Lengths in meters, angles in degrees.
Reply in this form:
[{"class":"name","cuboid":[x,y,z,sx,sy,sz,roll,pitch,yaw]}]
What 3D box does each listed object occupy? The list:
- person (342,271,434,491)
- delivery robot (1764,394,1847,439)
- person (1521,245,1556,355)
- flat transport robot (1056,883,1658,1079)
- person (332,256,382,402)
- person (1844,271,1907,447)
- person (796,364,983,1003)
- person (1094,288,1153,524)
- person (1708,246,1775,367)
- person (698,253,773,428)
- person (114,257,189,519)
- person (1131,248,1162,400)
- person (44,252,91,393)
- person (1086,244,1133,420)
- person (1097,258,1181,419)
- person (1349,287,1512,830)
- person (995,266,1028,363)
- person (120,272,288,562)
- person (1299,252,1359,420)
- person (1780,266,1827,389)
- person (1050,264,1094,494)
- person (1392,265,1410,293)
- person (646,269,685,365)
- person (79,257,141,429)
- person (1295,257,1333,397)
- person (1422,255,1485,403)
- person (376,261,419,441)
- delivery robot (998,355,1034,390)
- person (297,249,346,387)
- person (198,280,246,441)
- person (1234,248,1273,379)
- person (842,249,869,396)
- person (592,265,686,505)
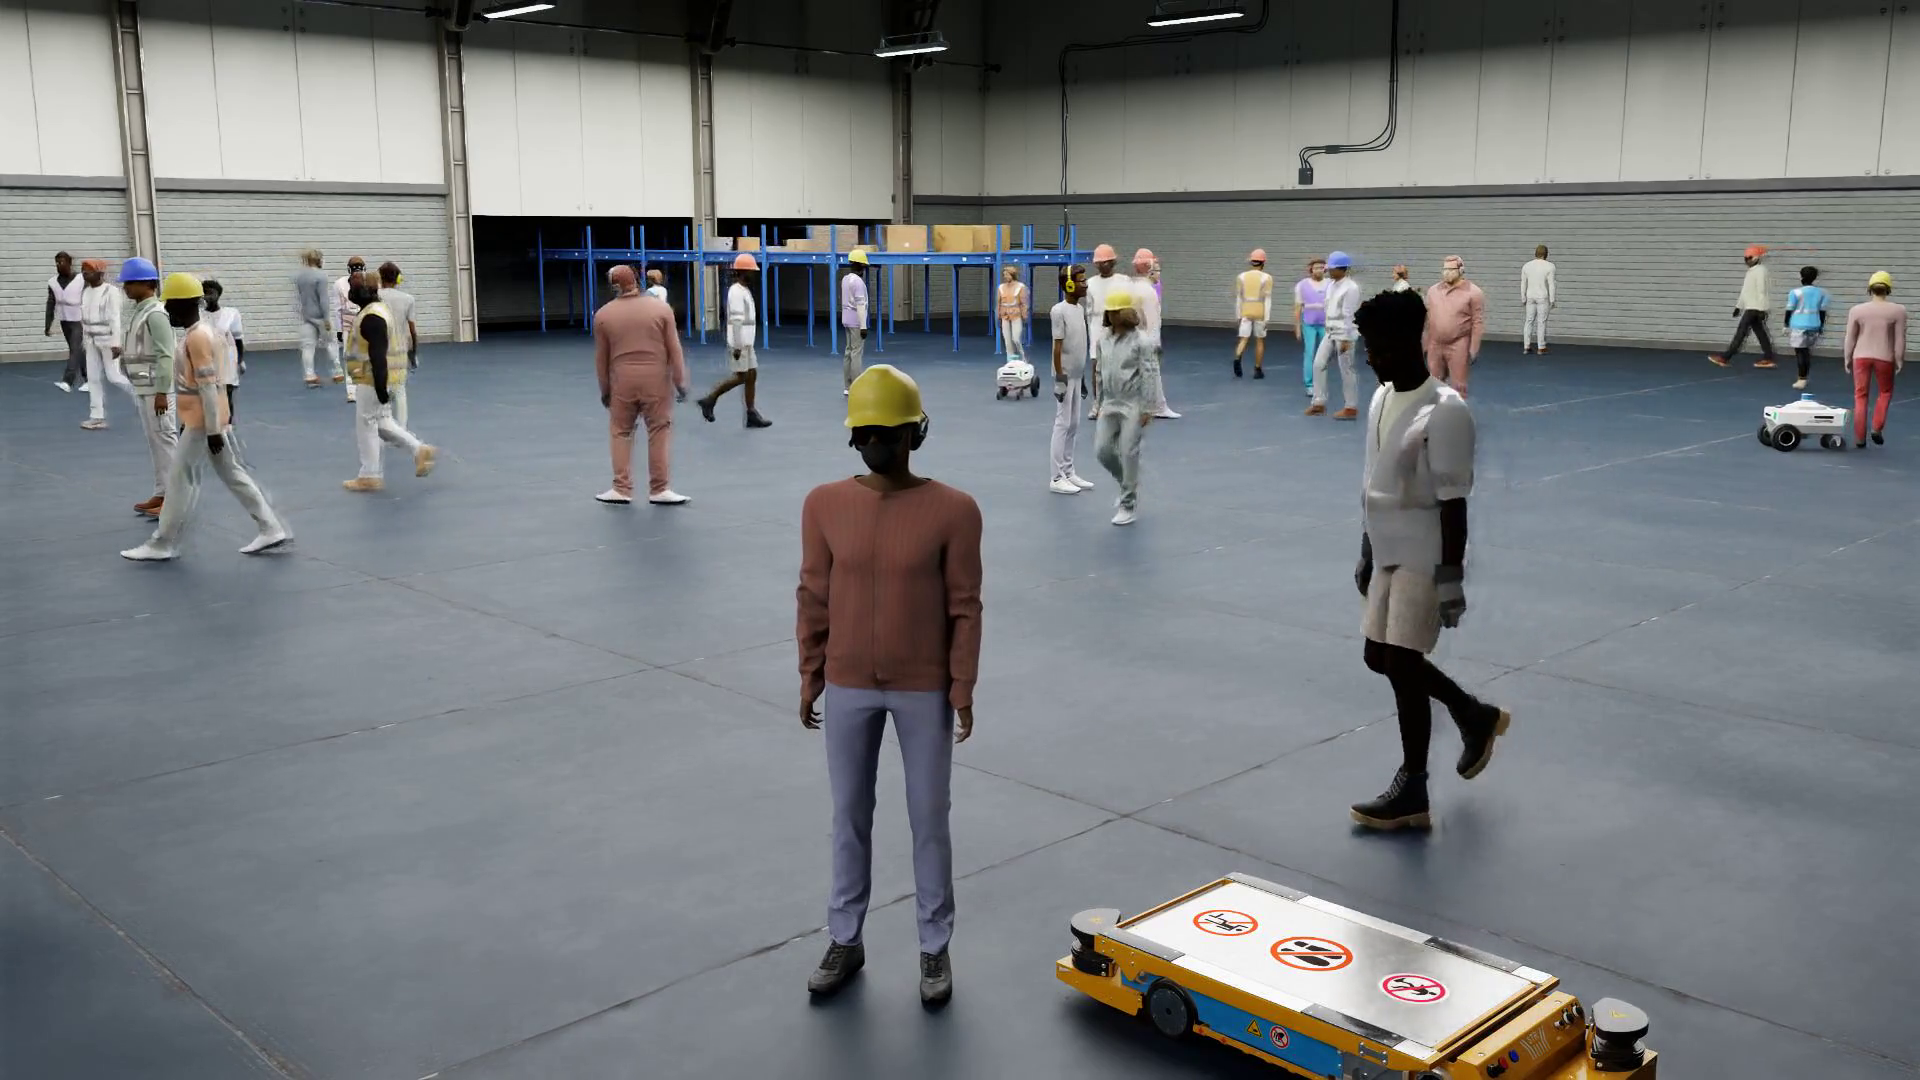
[{"class":"person","cuboid":[-4.842,-1.341,13.943,0.666,1.821,0.630,-3,11,-16]},{"class":"delivery robot","cuboid":[8.416,-1.213,16.558,0.707,0.478,0.477,2,11,9]},{"class":"person","cuboid":[10.339,-4.296,29.729,0.357,1.938,0.637,-10,14,-44]},{"class":"flat transport robot","cuboid":[1.002,1.205,4.401,0.652,0.197,1.431,-10,14,-44]},{"class":"person","cuboid":[-7.671,-2.697,21.282,0.625,1.844,0.429,-6,12,-28]},{"class":"person","cuboid":[9.160,-1.812,16.667,0.546,1.751,0.450,7,12,32]},{"class":"person","cuboid":[-0.199,0.401,4.595,0.525,1.769,0.313,2,11,10]},{"class":"person","cuboid":[1.222,-0.993,12.302,0.496,1.732,0.467,8,13,36]},{"class":"person","cuboid":[12.653,-3.735,26.692,1.051,1.936,0.631,2,11,13]},{"class":"person","cuboid":[-2.492,-2.200,18.369,0.728,1.922,0.553,1,10,4]},{"class":"person","cuboid":[-6.076,-1.142,12.512,0.399,1.944,0.618,-8,13,-37]},{"class":"person","cuboid":[2.377,-2.776,21.446,0.378,1.938,0.547,-4,11,-21]},{"class":"person","cuboid":[-12.002,-2.907,22.327,0.624,1.868,0.969,2,11,11]},{"class":"person","cuboid":[1.769,-2.440,19.419,0.618,2.018,0.872,5,12,26]},{"class":"person","cuboid":[2.057,-2.307,19.166,1.006,1.862,0.643,-1,10,-4]},{"class":"person","cuboid":[1.713,0.046,6.057,0.669,1.931,0.621,-2,11,-9]},{"class":"person","cuboid":[0.794,-3.451,25.970,0.533,1.623,0.368,6,12,29]},{"class":"person","cuboid":[-4.969,-0.805,10.887,1.008,1.877,0.609,-4,11,-21]},{"class":"person","cuboid":[4.265,-2.335,19.105,0.778,1.909,0.642,-3,11,-17]},{"class":"person","cuboid":[11.666,-2.943,23.049,0.541,1.677,0.570,-1,10,-7]},{"class":"person","cuboid":[0.928,-1.339,13.781,0.321,1.876,0.532,5,12,26]},{"class":"person","cuboid":[6.965,-3.524,26.344,0.312,1.636,0.520,-1,10,-3]},{"class":"person","cuboid":[-4.477,-3.234,24.836,0.763,1.610,0.522,3,11,17]},{"class":"person","cuboid":[-9.444,-2.185,18.403,0.588,1.870,0.730,4,11,21]},{"class":"person","cuboid":[4.691,-2.802,21.886,0.590,1.826,0.470,-1,10,-7]},{"class":"person","cuboid":[5.113,-2.018,17.406,0.651,1.904,0.402,10,14,42]},{"class":"person","cuboid":[-5.769,-1.886,16.818,0.564,1.851,0.400,-5,12,-26]},{"class":"delivery robot","cuboid":[0.733,-2.177,21.813,0.477,0.478,0.707,3,11,15]},{"class":"person","cuboid":[-8.933,-3.123,23.392,0.655,1.914,0.803,6,12,31]},{"class":"person","cuboid":[-7.599,-1.817,16.967,0.548,1.646,0.883,-3,11,-17]},{"class":"person","cuboid":[4.317,-3.337,24.565,0.548,1.921,0.725,6,12,30]},{"class":"person","cuboid":[-1.359,-2.841,21.835,0.368,1.926,0.587,-5,11,-25]},{"class":"person","cuboid":[-2.519,-1.211,13.095,0.725,1.881,0.396,0,10,-1]}]
